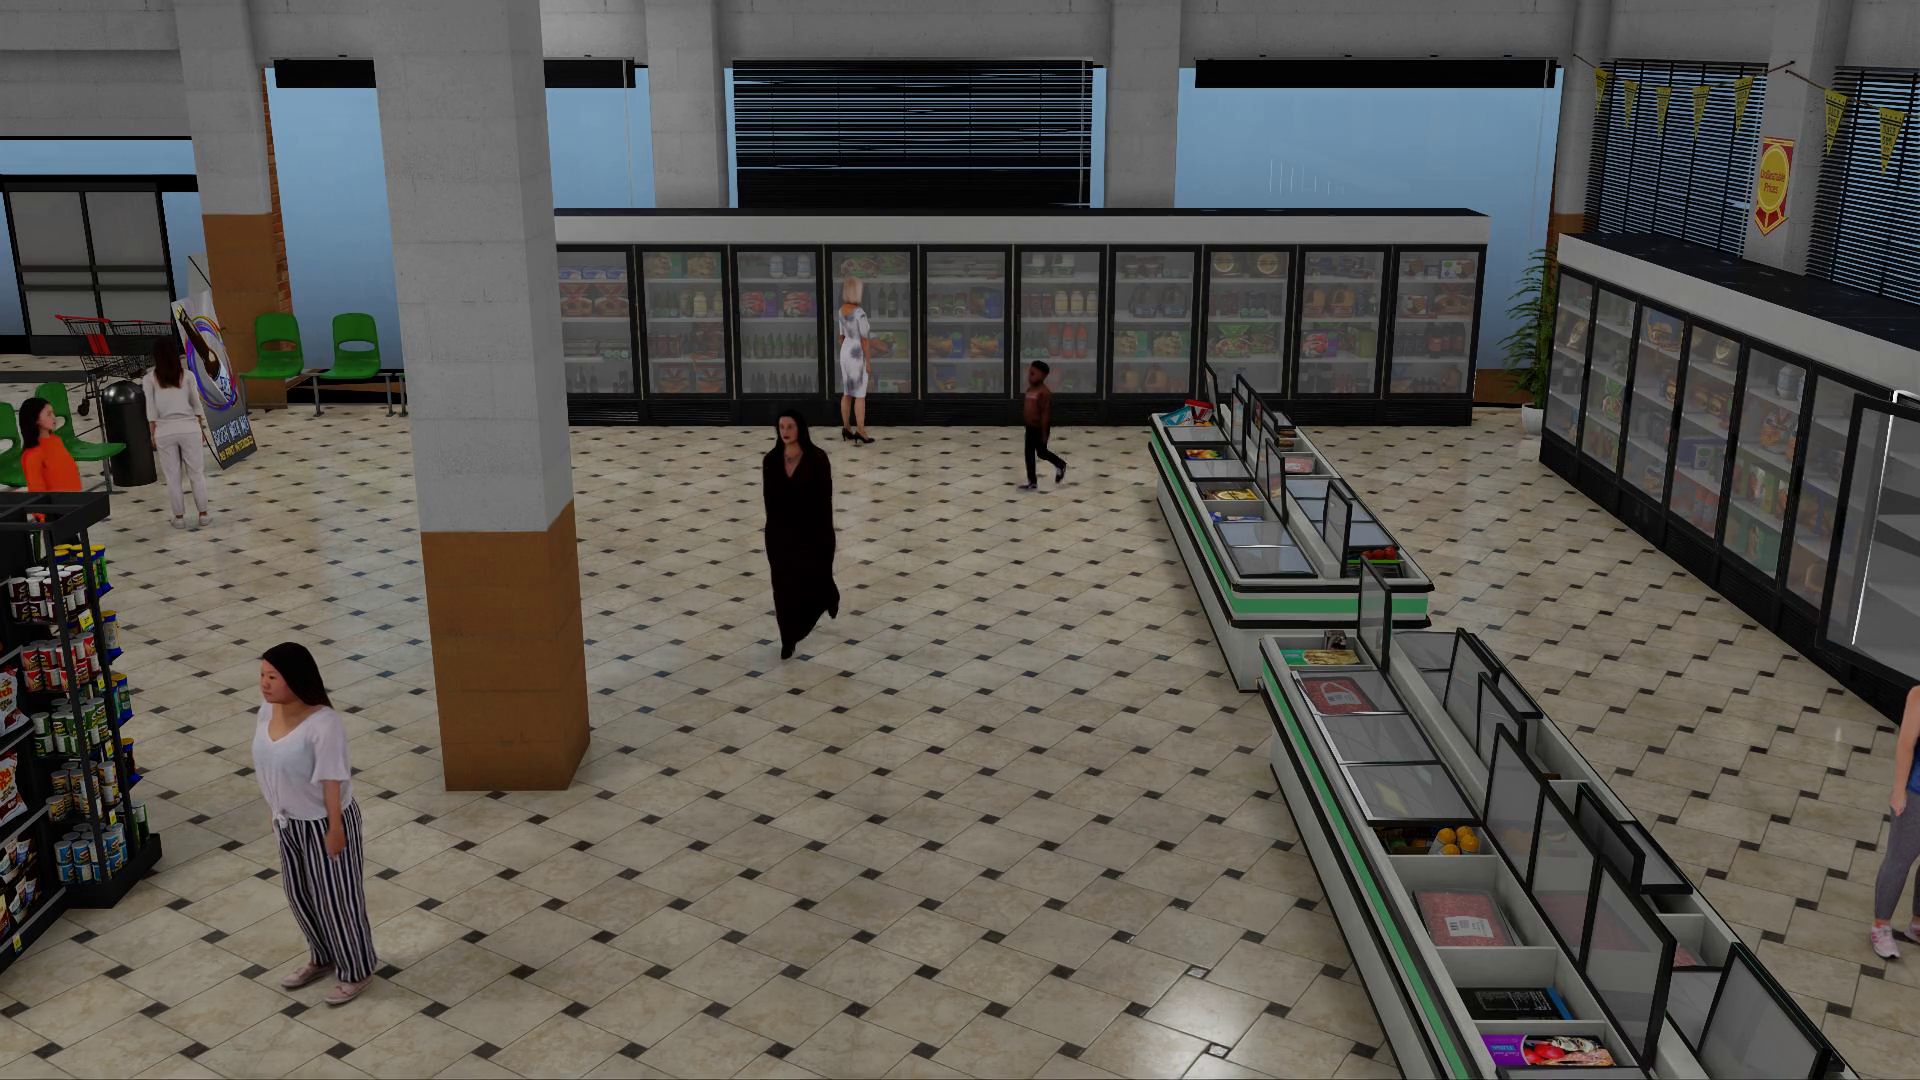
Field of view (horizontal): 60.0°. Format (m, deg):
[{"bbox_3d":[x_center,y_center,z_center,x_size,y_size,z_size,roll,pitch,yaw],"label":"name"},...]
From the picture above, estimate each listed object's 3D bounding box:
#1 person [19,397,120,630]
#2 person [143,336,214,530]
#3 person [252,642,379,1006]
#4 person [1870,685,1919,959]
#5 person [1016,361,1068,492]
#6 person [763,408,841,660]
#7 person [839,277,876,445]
[{"bbox_3d":[-6.507,-0.152,11.820,0.779,1.728,1.012,-2,17,-8],"label":"person"},{"bbox_3d":[-6.810,-0.940,14.483,0.682,1.690,0.694,-9,19,-27],"label":"person"},{"bbox_3d":[-2.855,1.229,7.355,0.784,1.681,0.811,11,20,33],"label":"person"},{"bbox_3d":[4.505,1.167,7.684,0.576,1.608,0.530,-1,17,-4],"label":"person"},{"bbox_3d":[0.789,-1.070,15.678,0.814,1.244,0.802,-11,20,-32],"label":"person"},{"bbox_3d":[-1.074,-0.062,11.506,0.784,1.738,0.986,4,17,12],"label":"person"},{"bbox_3d":[-1.110,-1.896,17.526,0.696,1.750,0.635,-16,23,-42],"label":"person"}]
